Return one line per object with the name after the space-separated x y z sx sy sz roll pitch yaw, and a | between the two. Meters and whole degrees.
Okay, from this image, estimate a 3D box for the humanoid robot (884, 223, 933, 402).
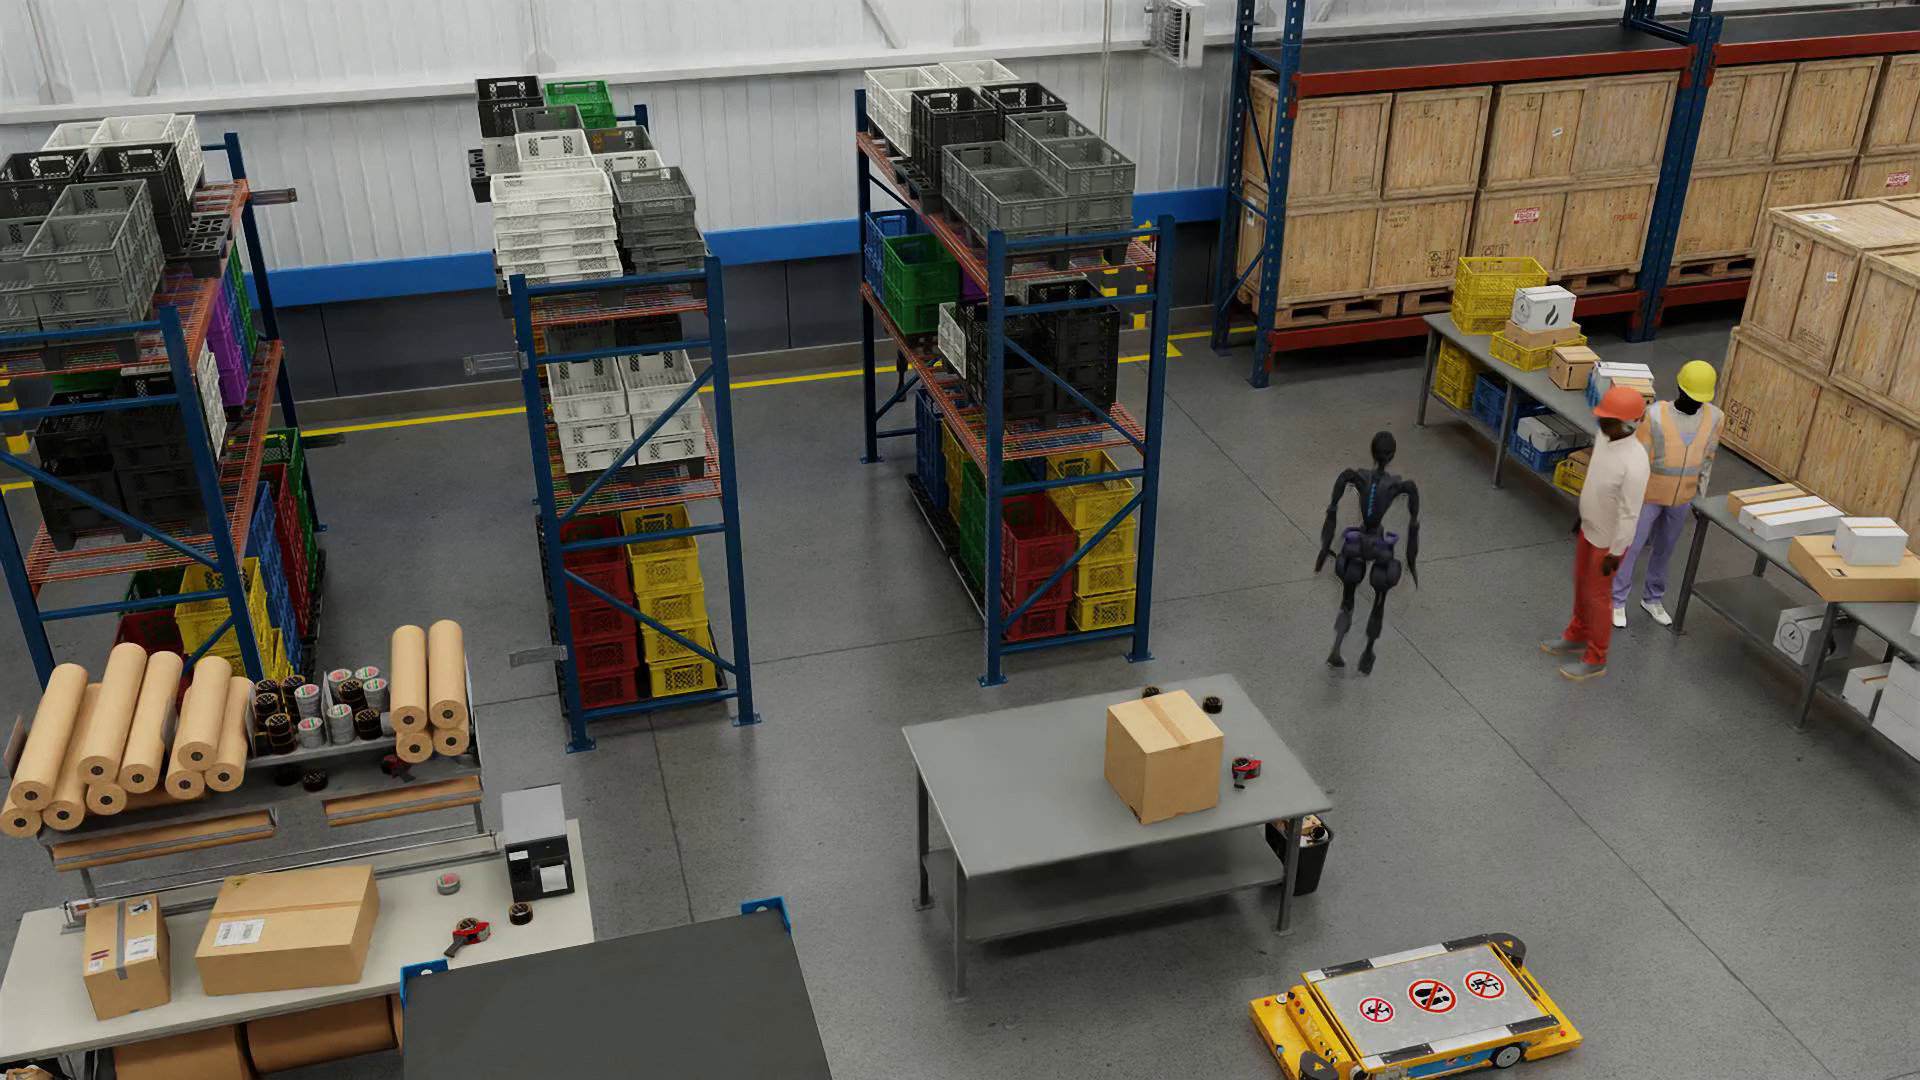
-0.364 -2.000 14.322 0.599 1.657 0.331 -8 30 -13 | humanoid robot

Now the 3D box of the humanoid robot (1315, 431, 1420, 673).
2.589 0.093 10.529 0.645 1.633 0.465 13 31 22 | humanoid robot

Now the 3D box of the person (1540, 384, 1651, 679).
4.041 -0.060 10.485 0.397 1.991 0.610 -1 29 -1 | person

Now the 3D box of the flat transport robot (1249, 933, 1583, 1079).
2.184 2.282 7.980 1.431 0.197 0.652 -8 30 -14 | flat transport robot

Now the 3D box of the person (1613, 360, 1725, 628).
4.674 -0.304 11.003 0.583 1.918 0.372 -2 29 -4 | person
